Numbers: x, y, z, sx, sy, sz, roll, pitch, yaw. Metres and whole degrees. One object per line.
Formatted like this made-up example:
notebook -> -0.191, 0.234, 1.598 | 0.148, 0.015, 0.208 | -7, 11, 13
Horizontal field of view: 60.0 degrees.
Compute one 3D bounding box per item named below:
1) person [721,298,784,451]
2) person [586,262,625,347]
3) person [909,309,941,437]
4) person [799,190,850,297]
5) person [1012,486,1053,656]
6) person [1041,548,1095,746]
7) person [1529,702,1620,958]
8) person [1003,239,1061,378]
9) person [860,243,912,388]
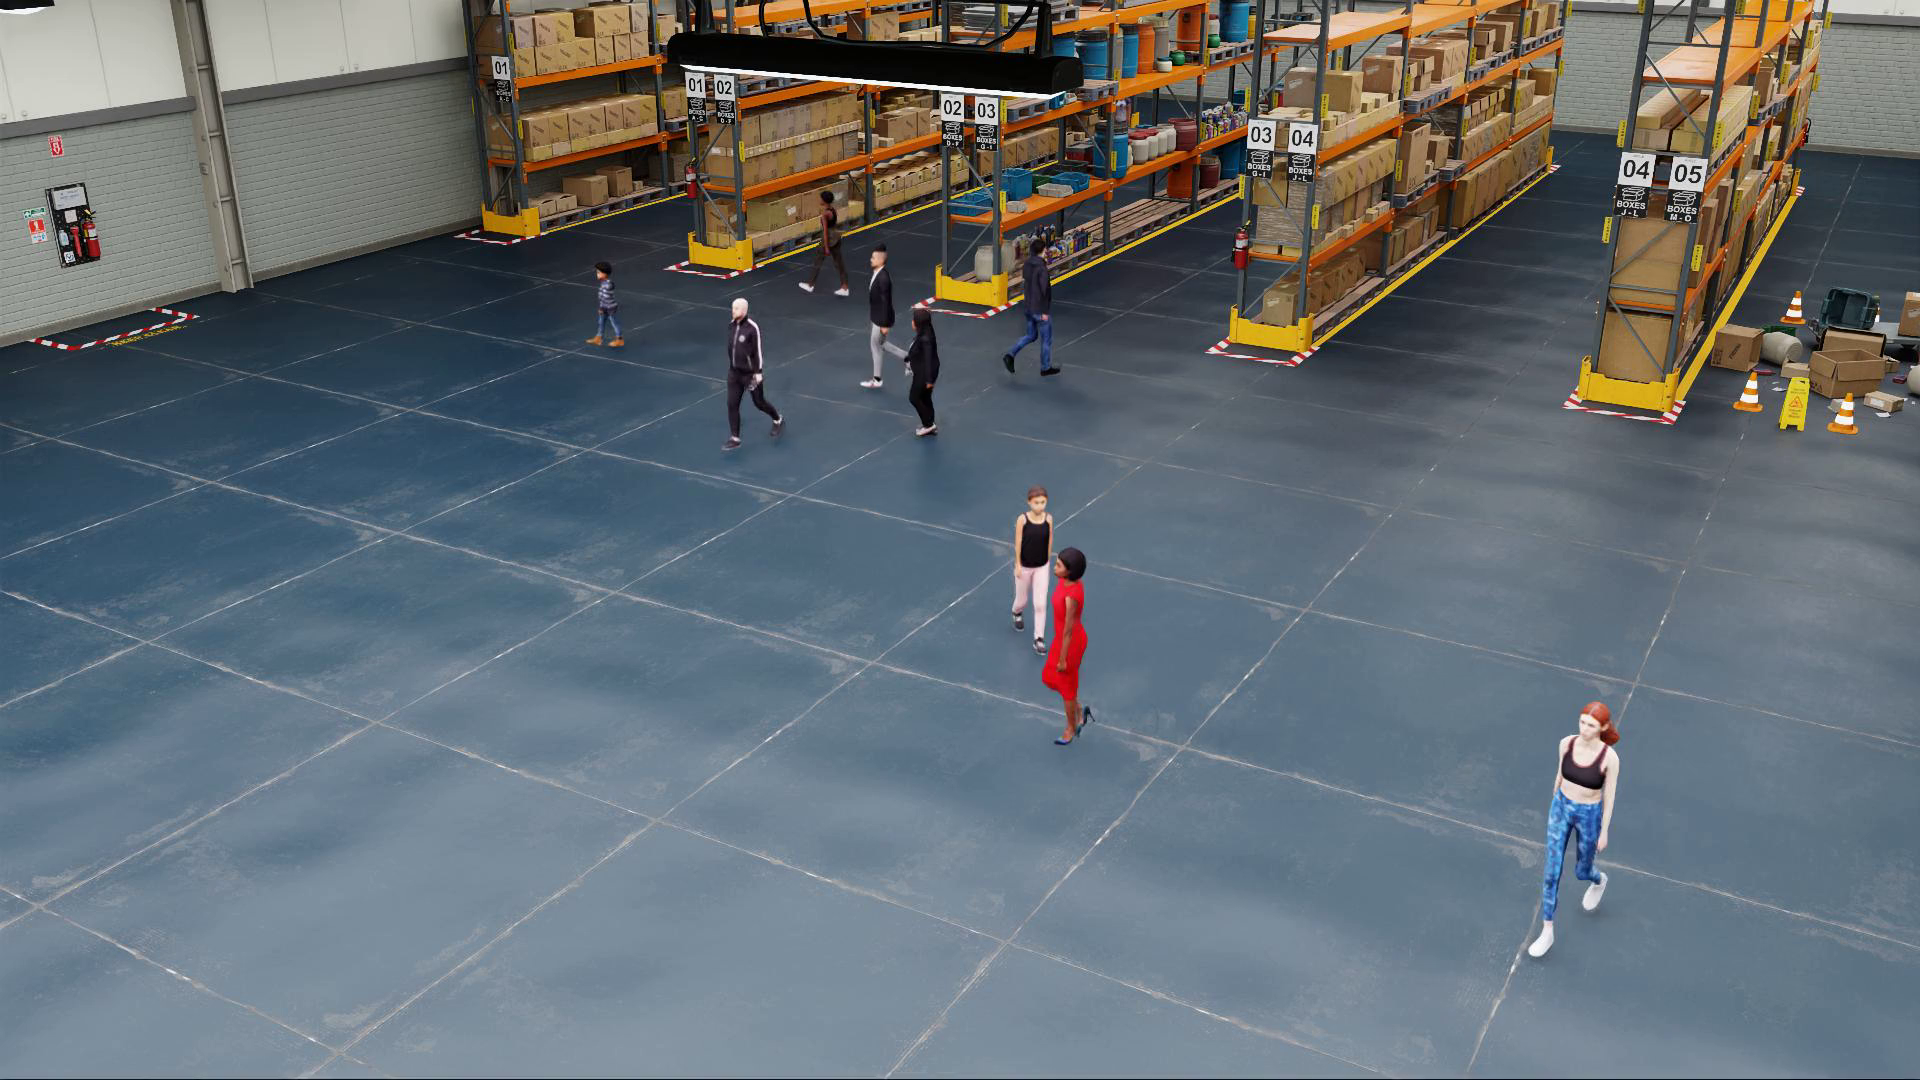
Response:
person -> -2.482, -1.998, 19.885 | 0.771, 1.805, 1.194 | 16, 28, 34
person -> -4.985, -3.367, 23.837 | 0.825, 1.232, 0.736 | -9, 25, -21
person -> -0.341, -2.016, 20.184 | 0.849, 1.604, 0.771 | -3, 23, -8
person -> -1.973, -4.679, 26.372 | 0.666, 1.662, 1.000 | 12, 26, 27
person -> 0.632, 0.224, 14.991 | 0.877, 1.545, 0.972 | -5, 23, -11
person -> 0.947, 0.858, 13.260 | 0.797, 1.734, 0.739 | -2, 23, -4
person -> 4.082, 1.847, 10.899 | 1.151, 1.763, 0.763 | -21, 31, -40
person -> 0.956, -3.092, 22.383 | 1.172, 1.864, 1.011 | -11, 25, -24
person -> -0.943, -2.964, 21.992 | 1.138, 1.934, 1.091 | -5, 24, -12
